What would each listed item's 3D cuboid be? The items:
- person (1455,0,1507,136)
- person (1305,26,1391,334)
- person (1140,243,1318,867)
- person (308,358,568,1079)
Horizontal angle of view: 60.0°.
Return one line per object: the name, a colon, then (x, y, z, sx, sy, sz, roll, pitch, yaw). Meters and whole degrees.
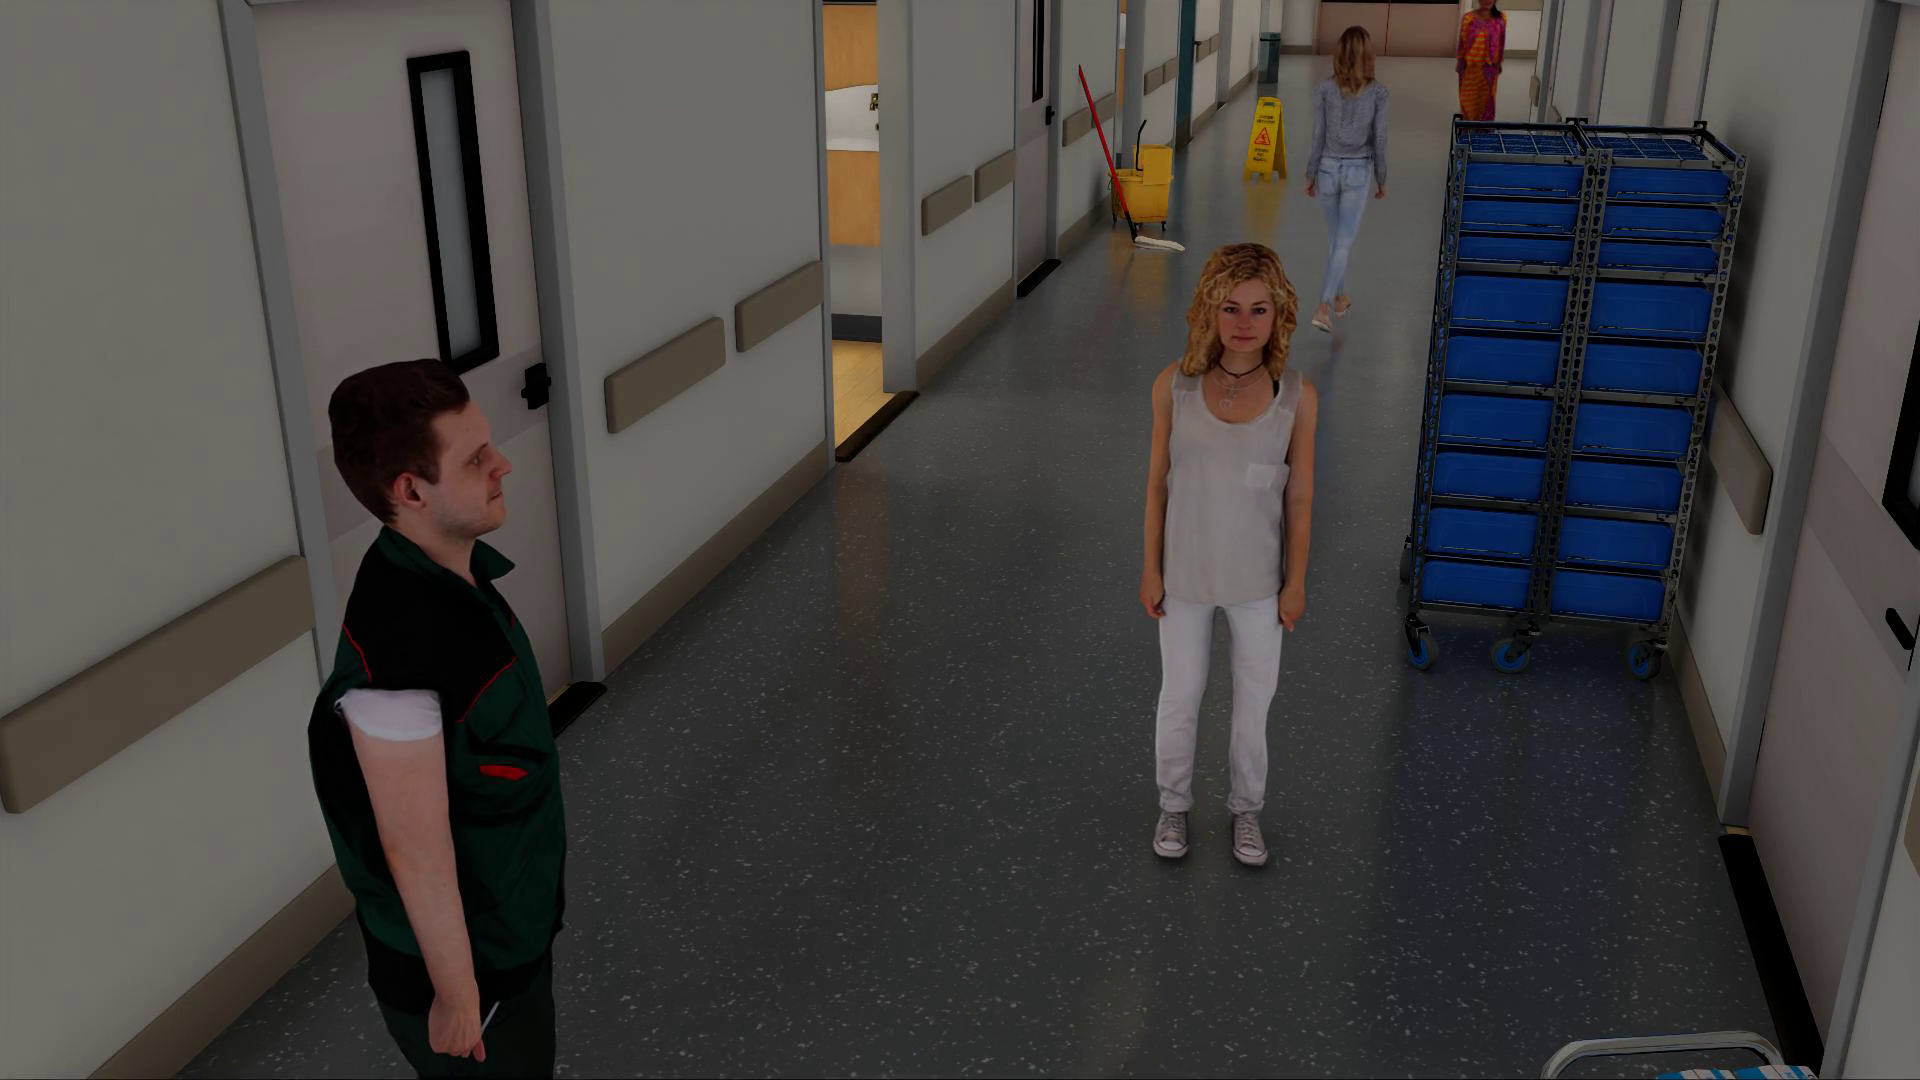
person: (5.773, -5.299, 18.461, 0.669, 1.647, 1.045, 5, 21, 12)
person: (2.252, -2.069, 9.809, 0.754, 1.748, 1.243, 9, 23, 23)
person: (0.686, 0.055, 4.314, 0.572, 1.670, 0.539, 5, 21, 12)
person: (-0.782, 0.600, 2.632, 0.791, 1.842, 0.691, -6, 21, -15)
